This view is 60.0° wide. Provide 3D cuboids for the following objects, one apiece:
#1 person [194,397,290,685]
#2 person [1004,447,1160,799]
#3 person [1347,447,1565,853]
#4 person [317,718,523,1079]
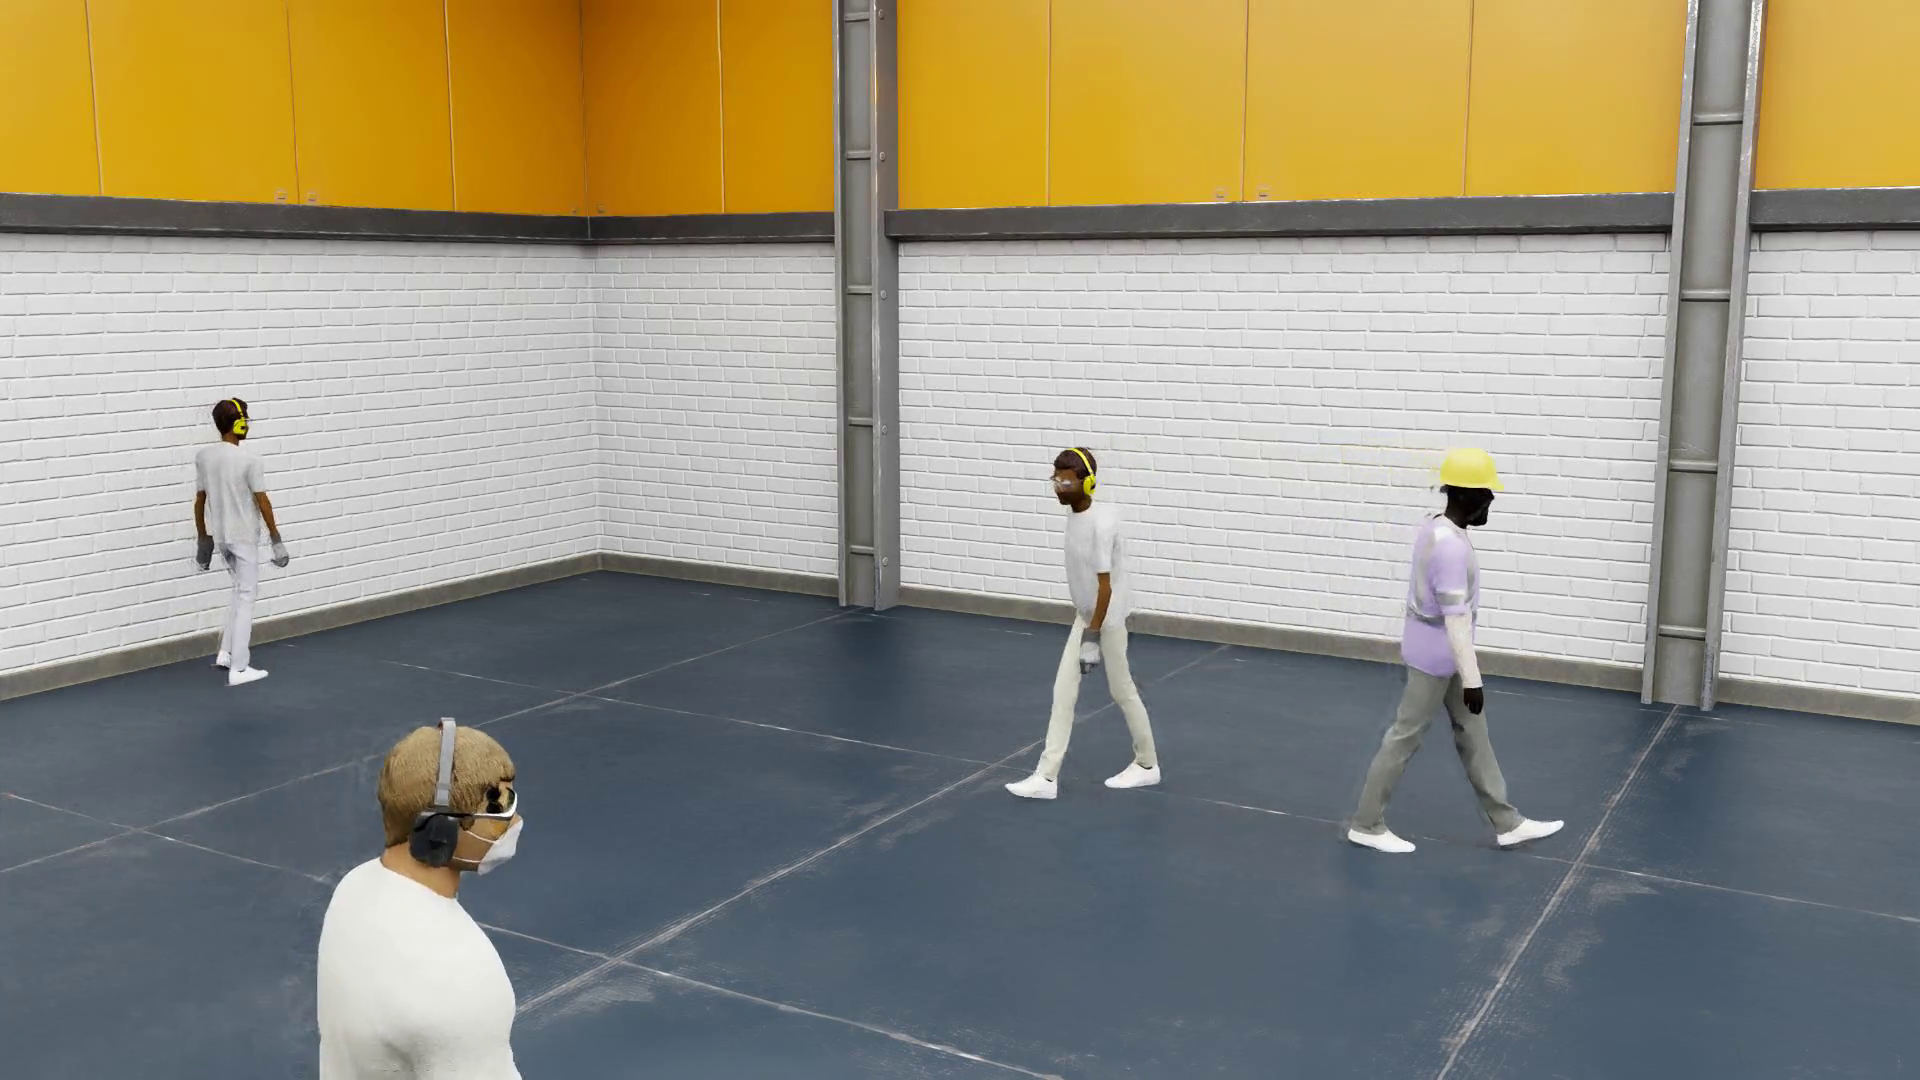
[{"bbox_3d":[-4.628,0.012,10.735,0.522,1.854,0.429,4,10,26],"label":"person"},{"bbox_3d":[0.645,0.427,8.317,0.983,1.794,0.525,-4,10,-25],"label":"person"},{"bbox_3d":[2.244,0.520,7.487,0.986,1.870,0.618,3,9,15],"label":"person"},{"bbox_3d":[-0.990,1.244,2.980,1.041,1.886,0.615,-4,10,-26],"label":"person"}]
